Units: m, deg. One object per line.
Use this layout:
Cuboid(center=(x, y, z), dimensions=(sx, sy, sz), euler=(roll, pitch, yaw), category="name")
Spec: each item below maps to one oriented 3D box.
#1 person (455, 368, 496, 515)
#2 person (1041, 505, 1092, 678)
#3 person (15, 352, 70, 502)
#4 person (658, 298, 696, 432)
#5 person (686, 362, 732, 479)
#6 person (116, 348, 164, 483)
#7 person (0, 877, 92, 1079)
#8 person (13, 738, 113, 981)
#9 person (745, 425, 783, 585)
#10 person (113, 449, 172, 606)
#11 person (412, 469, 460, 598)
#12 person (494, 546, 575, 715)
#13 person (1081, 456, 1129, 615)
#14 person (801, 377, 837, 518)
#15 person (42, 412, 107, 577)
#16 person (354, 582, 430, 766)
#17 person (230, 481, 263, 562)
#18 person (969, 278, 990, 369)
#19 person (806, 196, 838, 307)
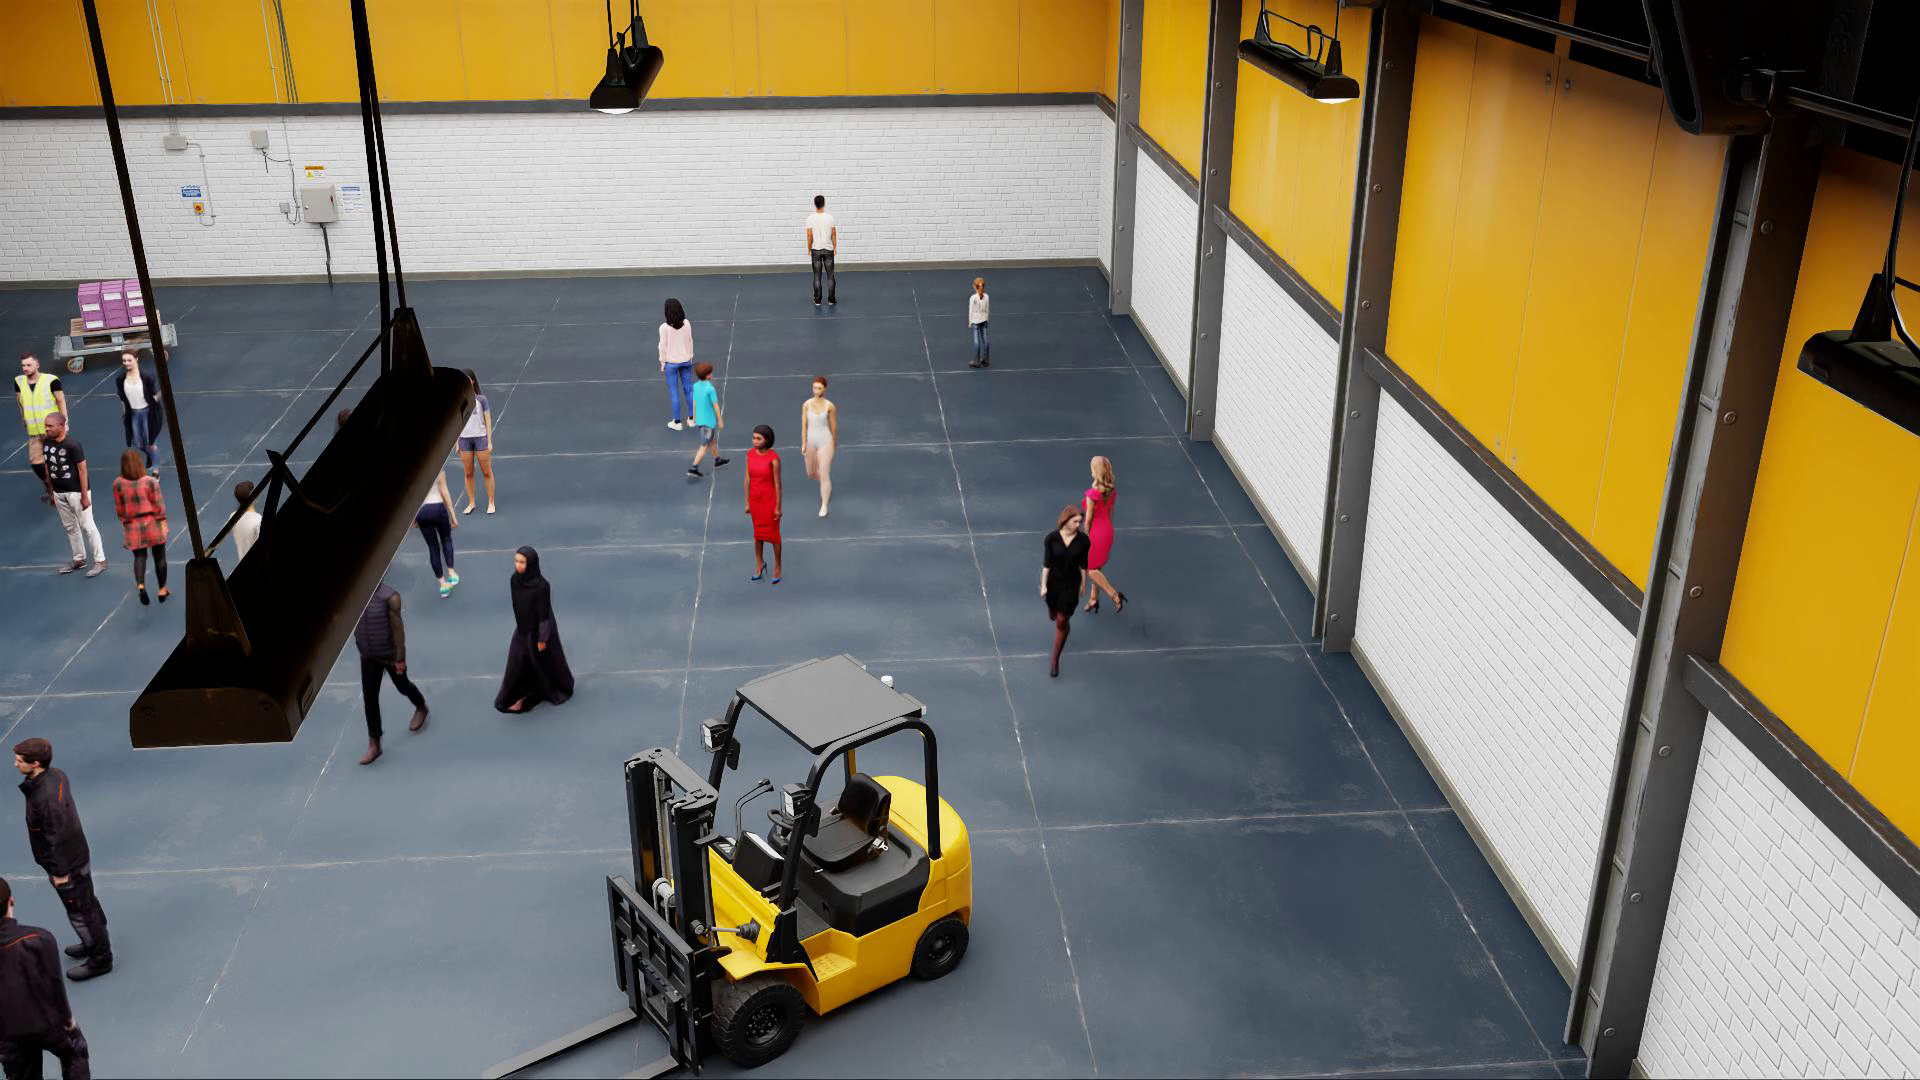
Cuboid(center=(-5.616, -1.148, 19.209), dimensions=(0.594, 1.734, 0.515), euler=(0, 24, -1), category="person")
Cuboid(center=(0.978, 0.424, 15.703), dimensions=(0.763, 1.661, 1.078), euler=(4, 24, 8), category="person")
Cuboid(center=(-10.737, -1.360, 19.568), dimensions=(0.706, 1.835, 0.697), euler=(-2, 24, -5), category="person")
Cuboid(center=(-3.704, -2.311, 21.826), dimensions=(0.719, 1.769, 0.703), euler=(-14, 27, -29), category="person")
Cuboid(center=(-3.149, -1.440, 20.269), dimensions=(0.943, 1.420, 0.985), euler=(21, 31, 39), category="person")
Cuboid(center=(-9.883, -1.536, 20.172), dimensions=(0.658, 1.673, 0.791), euler=(-4, 24, -10), category="person")
Cuboid(center=(-5.472, 2.894, 9.765), dimensions=(0.761, 1.892, 0.764), euler=(-7, 25, -15), category="person")
Cuboid(center=(-6.166, 2.172, 11.483), dimensions=(0.842, 1.840, 0.687), euler=(-14, 27, -29), category="person")
Cuboid(center=(-2.039, -0.386, 17.455), dimensions=(0.647, 1.743, 0.663), euler=(11, 26, 24), category="person")
Cuboid(center=(-8.275, -0.084, 16.830), dimensions=(0.661, 1.689, 0.886), euler=(-4, 24, -9), category="person")
Cuboid(center=(-5.458, -0.187, 17.086), dimensions=(0.684, 1.673, 0.686), euler=(-2, 24, -5), category="person")
Cuboid(center=(-3.763, 0.766, 14.992), dimensions=(1.008, 1.605, 1.160), euler=(13, 27, 28), category="person")
Cuboid(center=(1.439, 0.004, 16.600), dimensions=(0.944, 1.712, 0.891), euler=(18, 30, 36), category="person")
Cuboid(center=(-1.615, -1.124, 19.294), dimensions=(0.707, 1.622, 0.975), euler=(4, 24, 9), category="person")
Cuboid(center=(-9.428, -0.507, 17.653), dimensions=(0.736, 1.805, 0.724), euler=(7, 25, 15), category="person")
Cuboid(center=(-4.903, 0.956, 14.320), dimensions=(0.976, 1.795, 1.267), euler=(6, 24, 13), category="person")
Cuboid(center=(-6.715, 0.335, 15.761), dimensions=(1.034, 1.779, 1.245), euler=(11, 26, 23), category="person")
Cuboid(center=(0.293, -3.197, 24.423), dimensions=(0.527, 1.312, 0.556), euler=(-13, 27, -27), category="person")
Cuboid(center=(-2.274, -4.773, 27.424), dimensions=(0.634, 1.797, 0.521), euler=(-2, 24, -5), category="person")
